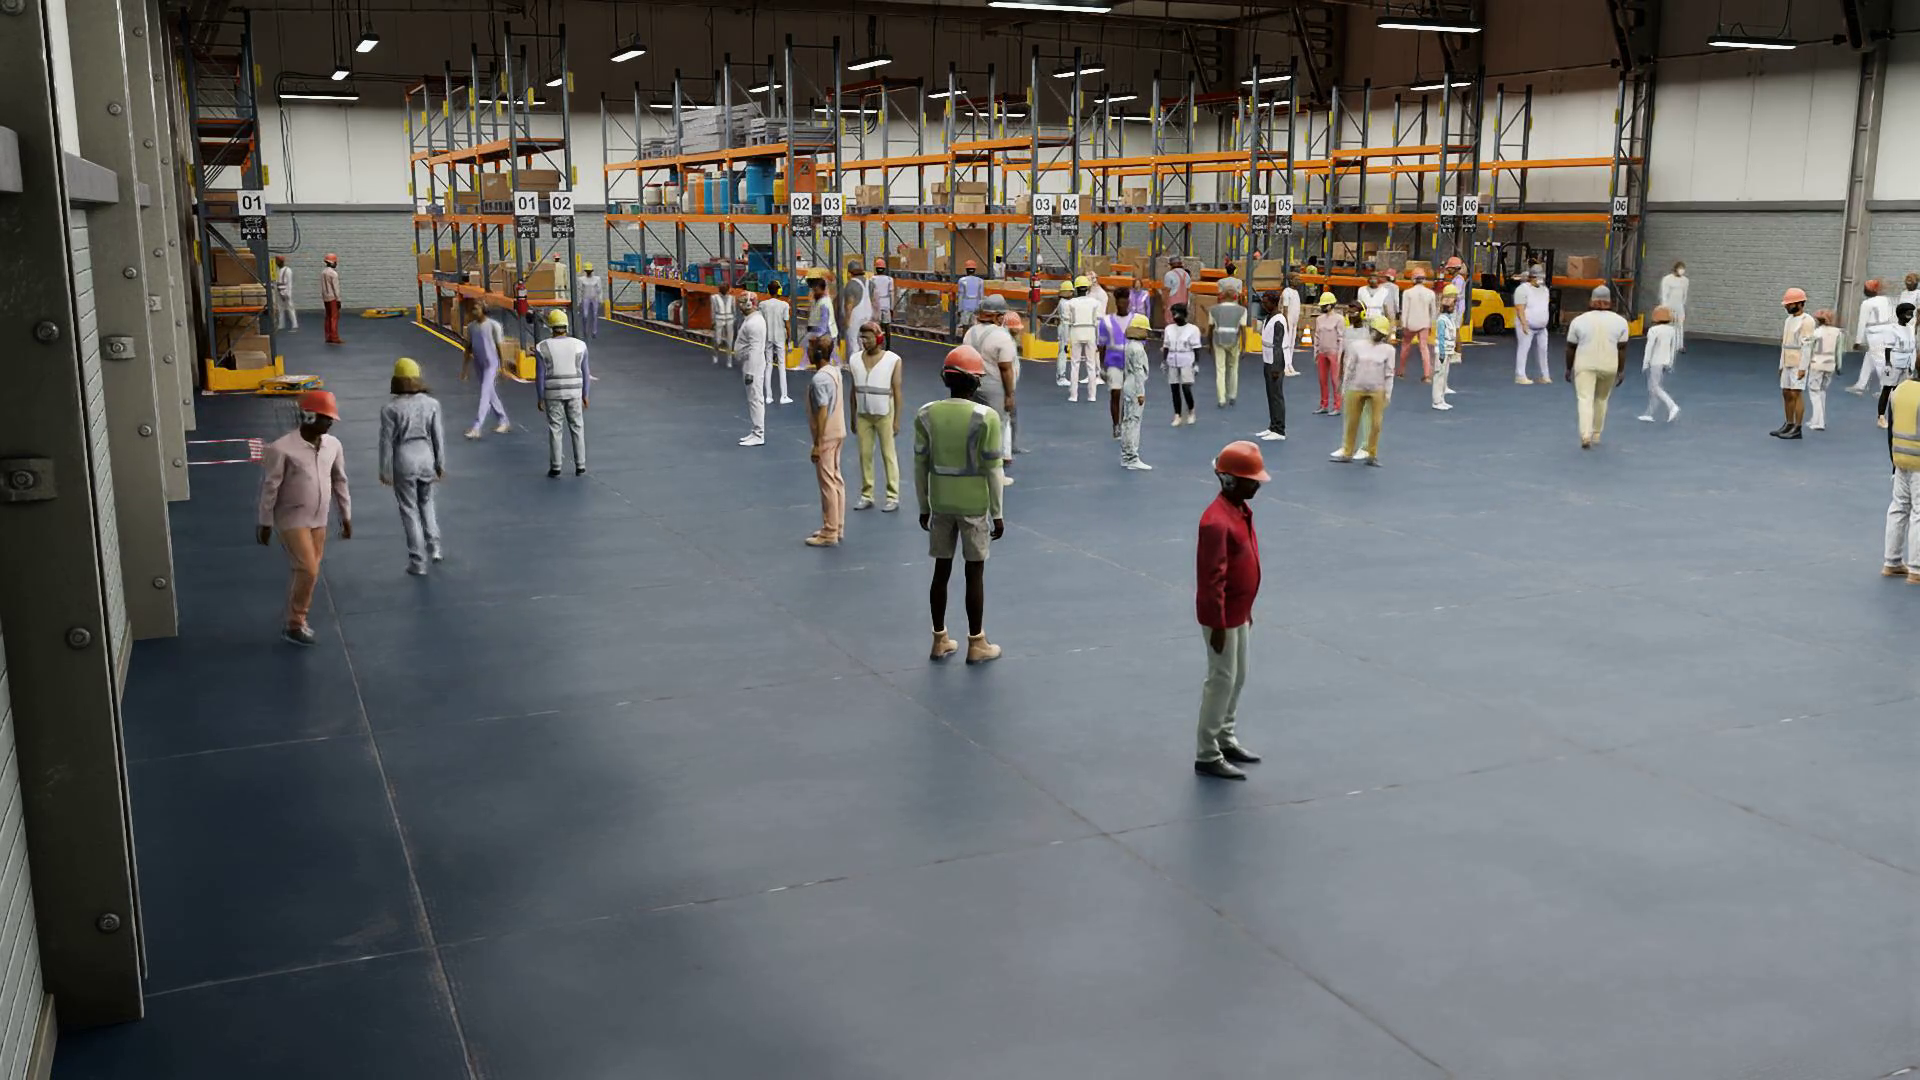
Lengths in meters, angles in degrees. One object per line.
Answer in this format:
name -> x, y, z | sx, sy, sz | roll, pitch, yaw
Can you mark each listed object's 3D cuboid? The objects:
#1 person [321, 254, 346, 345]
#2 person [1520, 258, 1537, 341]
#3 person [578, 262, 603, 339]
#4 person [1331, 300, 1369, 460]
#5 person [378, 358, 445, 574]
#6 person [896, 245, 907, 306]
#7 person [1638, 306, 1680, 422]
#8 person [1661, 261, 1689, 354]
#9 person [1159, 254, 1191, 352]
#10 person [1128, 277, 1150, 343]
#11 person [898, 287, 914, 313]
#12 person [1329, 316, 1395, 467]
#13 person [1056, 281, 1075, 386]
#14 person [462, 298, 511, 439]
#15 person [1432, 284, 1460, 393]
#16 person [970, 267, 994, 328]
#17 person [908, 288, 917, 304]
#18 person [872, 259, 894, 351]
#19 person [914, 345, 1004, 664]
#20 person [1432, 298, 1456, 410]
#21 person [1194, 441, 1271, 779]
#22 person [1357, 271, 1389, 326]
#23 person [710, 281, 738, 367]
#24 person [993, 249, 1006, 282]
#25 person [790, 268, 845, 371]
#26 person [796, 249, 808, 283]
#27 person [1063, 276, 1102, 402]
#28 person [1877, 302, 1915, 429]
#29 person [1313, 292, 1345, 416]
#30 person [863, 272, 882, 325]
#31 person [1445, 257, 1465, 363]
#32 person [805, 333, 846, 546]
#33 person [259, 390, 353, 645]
person -> -13.762, -5.277, 36.494 | 0.618, 1.985, 0.408 | 10, 15, 42
person -> 12.866, -5.420, 37.527 | 0.325, 1.866, 0.524 | -10, 15, -43
person -> -8.475, -5.491, 38.206 | 0.539, 1.738, 0.725 | -4, 12, -18
person -> 4.647, -1.879, 19.521 | 0.313, 1.869, 0.528 | -9, 14, -37
person -> -4.405, -0.590, 13.330 | 0.493, 1.732, 0.423 | -11, 16, -44
person -> -1.845, -8.238, 51.811 | 0.366, 1.883, 0.593 | -4, 12, -18
person -> 9.650, -2.407, 22.840 | 0.504, 1.614, 0.654 | -7, 13, -30
person -> 14.711, -4.802, 34.358 | 0.638, 1.893, 1.016 | -1, 11, -5
person -> 4.458, -4.955, 34.713 | 0.686, 2.000, 0.535 | -9, 14, -38
person -> 3.442, -4.317, 32.548 | 0.534, 1.625, 0.466 | 2, 11, 9
person -> -1.471, -7.423, 47.852 | 0.959, 1.823, 0.539 | 9, 14, 37
person -> 4.569, -1.687, 18.941 | 0.711, 1.722, 0.406 | 4, 12, 20
person -> 1.781, -3.467, 27.911 | 0.306, 1.743, 0.494 | 0, 11, 1
person -> -6.136, -2.227, 21.481 | 0.531, 1.798, 0.966 | 5, 12, 25
person -> 7.821, -3.229, 26.697 | 0.319, 1.742, 0.492 | -2, 11, -8
person -> 0.607, -6.000, 40.162 | 1.049, 1.992, 0.629 | 11, 15, 43
person -> -1.329, -7.445, 48.485 | 0.597, 1.601, 0.526 | 7, 13, 30
person -> -1.628, -4.768, 34.023 | 0.552, 1.936, 0.359 | -3, 12, -17
person -> 0.015, -0.226, 10.678 | 0.615, 2.039, 0.391 | 6, 13, 27
person -> 7.130, -2.740, 24.480 | 0.306, 1.639, 0.523 | 6, 12, 27
person -> 1.396, 0.353, 8.507 | 0.354, 1.737, 0.577 | 5, 12, 24
person -> 7.530, -4.001, 30.395 | 0.594, 1.824, 0.493 | 5, 12, 23
person -> -4.434, -4.051, 31.184 | 0.525, 1.624, 0.426 | -4, 12, -20
person -> 0.998, -6.682, 43.779 | 0.594, 1.924, 0.382 | -9, 15, -40
person -> -2.567, -3.980, 30.171 | 0.971, 1.881, 0.600 | -1, 11, -5
person -> -5.064, -8.280, 52.385 | 0.577, 1.737, 0.355 | -3, 11, -13
person -> 1.860, -3.062, 25.412 | 0.590, 1.919, 0.395 | -1, 11, -4
person -> 12.544, -2.330, 22.251 | 0.532, 1.696, 0.318 | -6, 12, -26
person -> 5.257, -2.656, 23.774 | 0.342, 1.754, 0.532 | -8, 14, -36
person -> -1.761, -4.264, 31.946 | 0.552, 1.732, 0.787 | -4, 12, -20
person -> 9.499, -4.417, 32.015 | 0.419, 2.034, 0.604 | 2, 11, 11
person -> -1.174, -0.863, 14.414 | 0.349, 1.847, 0.505 | 3, 11, 13
person -> -4.371, -0.150, 11.120 | 0.564, 1.708, 0.581 | 5, 12, 24
